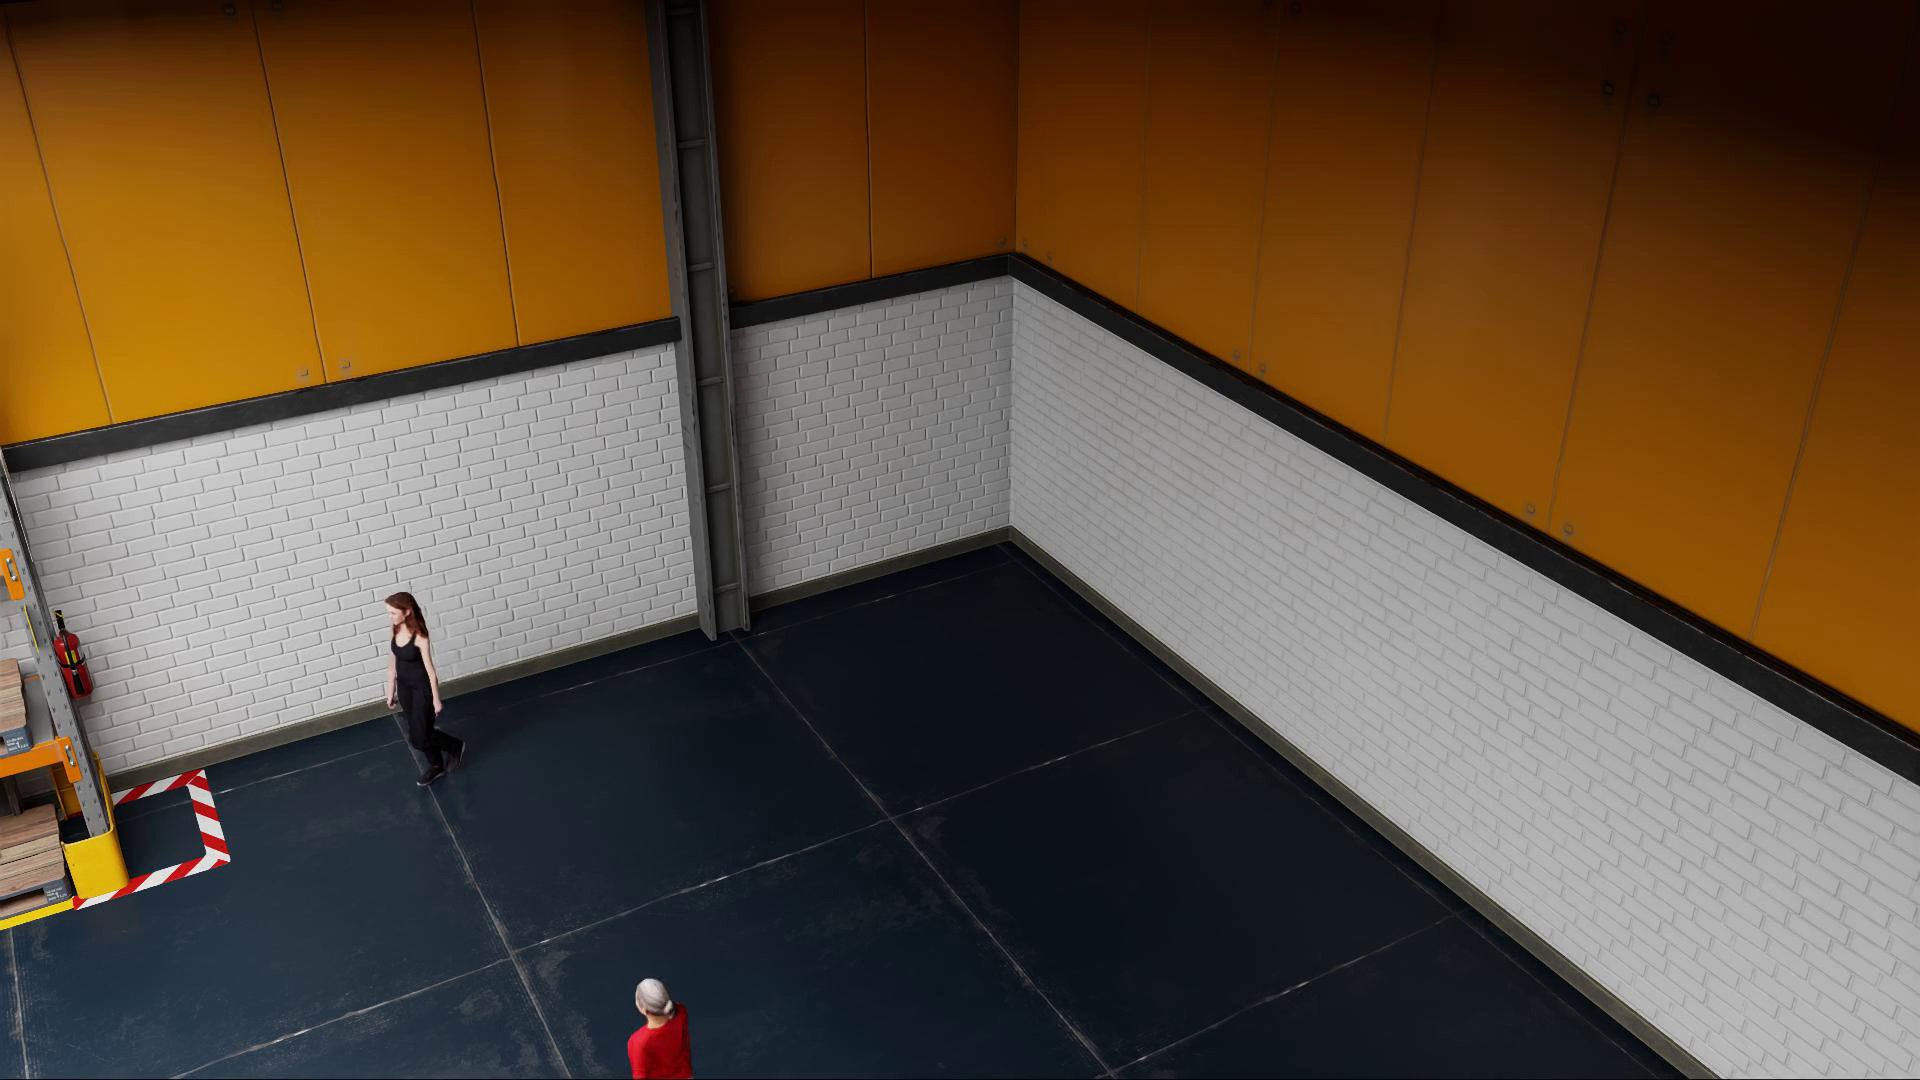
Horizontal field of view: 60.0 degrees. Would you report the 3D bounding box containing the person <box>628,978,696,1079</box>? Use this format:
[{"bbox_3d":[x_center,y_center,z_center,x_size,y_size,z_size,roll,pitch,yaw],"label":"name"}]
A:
[{"bbox_3d":[-1.583,3.138,9.363,0.785,1.683,0.771,19,34,31],"label":"person"}]

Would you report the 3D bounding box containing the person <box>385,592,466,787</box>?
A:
[{"bbox_3d":[-4.161,1.123,13.008,0.749,1.729,0.835,16,32,27],"label":"person"}]
